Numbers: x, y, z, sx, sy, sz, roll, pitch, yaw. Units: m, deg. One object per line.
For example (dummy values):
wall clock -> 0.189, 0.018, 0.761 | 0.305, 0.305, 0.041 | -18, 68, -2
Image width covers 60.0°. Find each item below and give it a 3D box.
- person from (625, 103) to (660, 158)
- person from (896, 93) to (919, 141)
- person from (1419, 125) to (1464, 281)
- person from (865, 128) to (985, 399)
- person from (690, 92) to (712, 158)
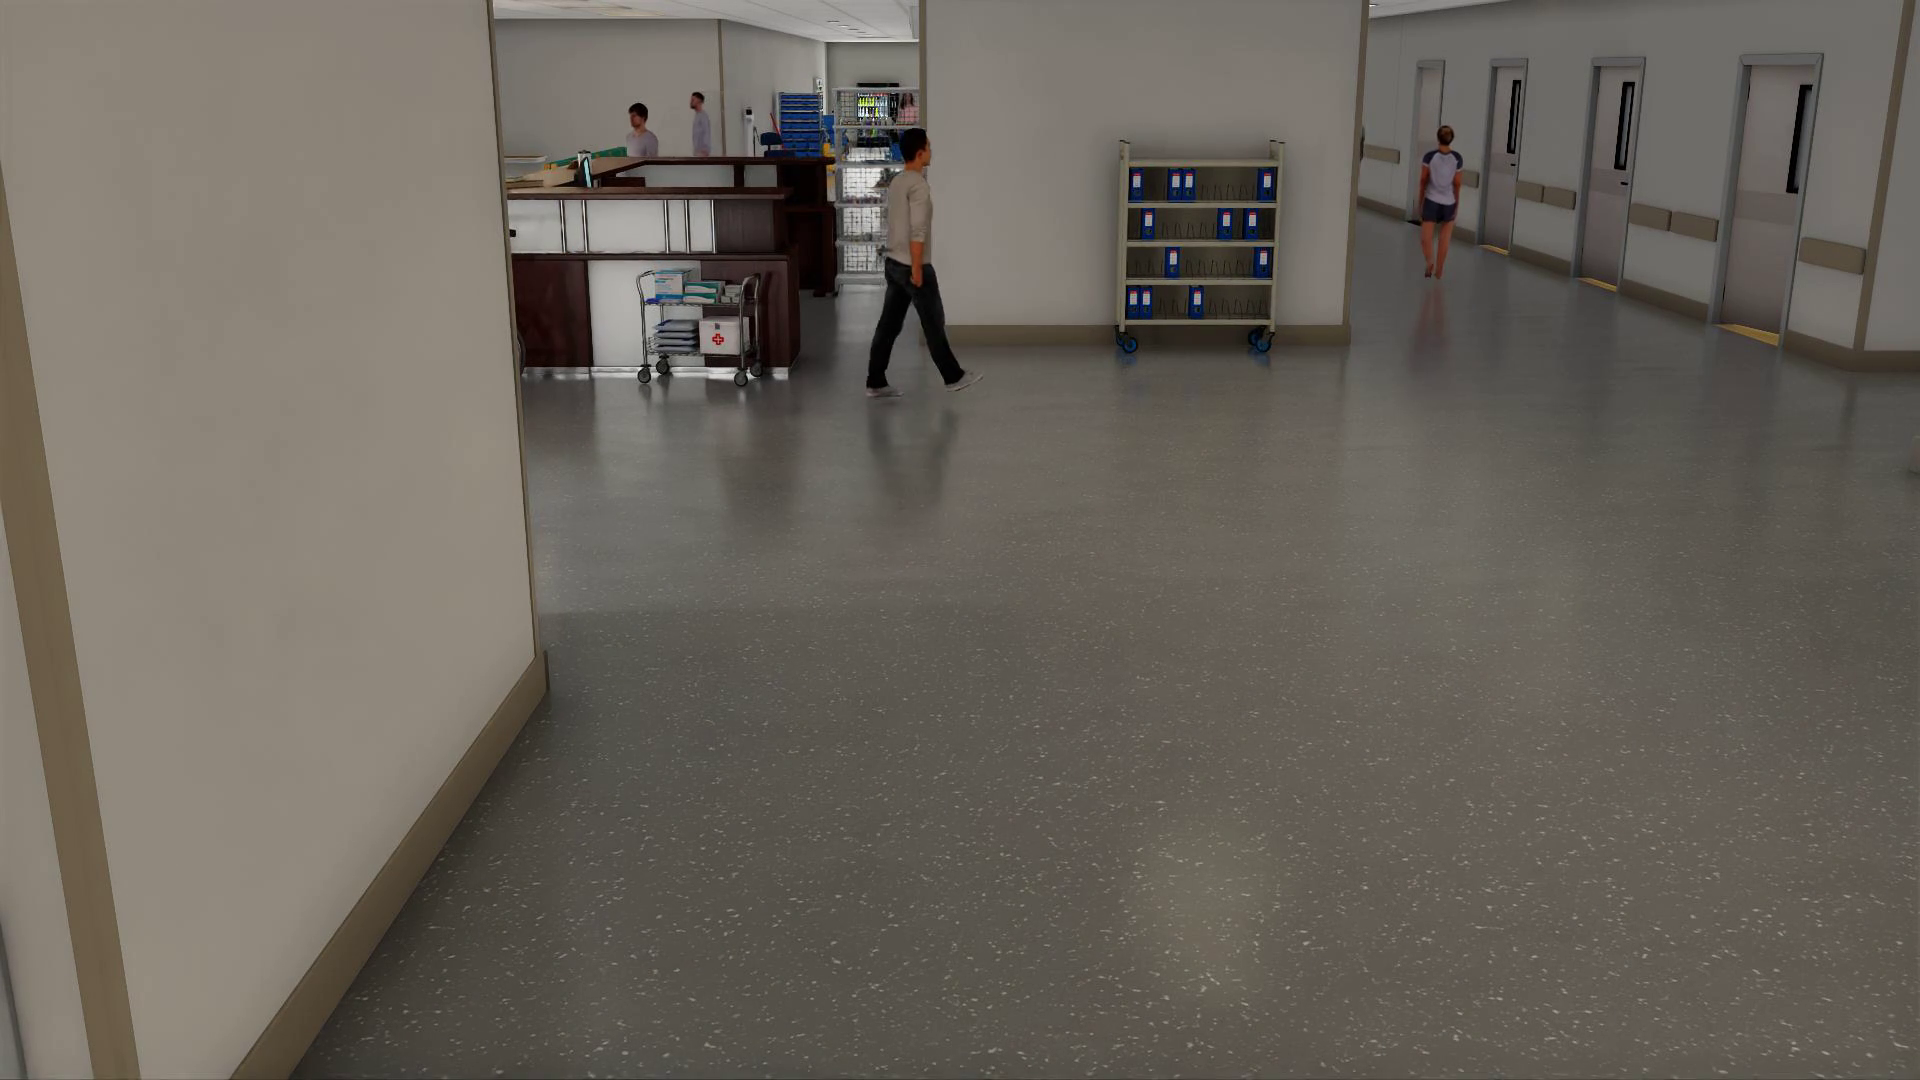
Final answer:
person -> -3.386, -3.785, 18.017 | 0.835, 1.830, 0.899 | 14, 21, 41
person -> -1.107, -8.701, 35.587 | 0.559, 1.759, 0.737 | 1, 16, 4
person -> 5.026, -3.493, 17.401 | 0.880, 1.603, 0.716 | 3, 16, 10
person -> -0.427, -1.801, 11.082 | 1.183, 1.776, 0.980 | -8, 17, -26
person -> -4.157, -6.378, 27.237 | 0.978, 1.820, 0.858 | -7, 17, -23
